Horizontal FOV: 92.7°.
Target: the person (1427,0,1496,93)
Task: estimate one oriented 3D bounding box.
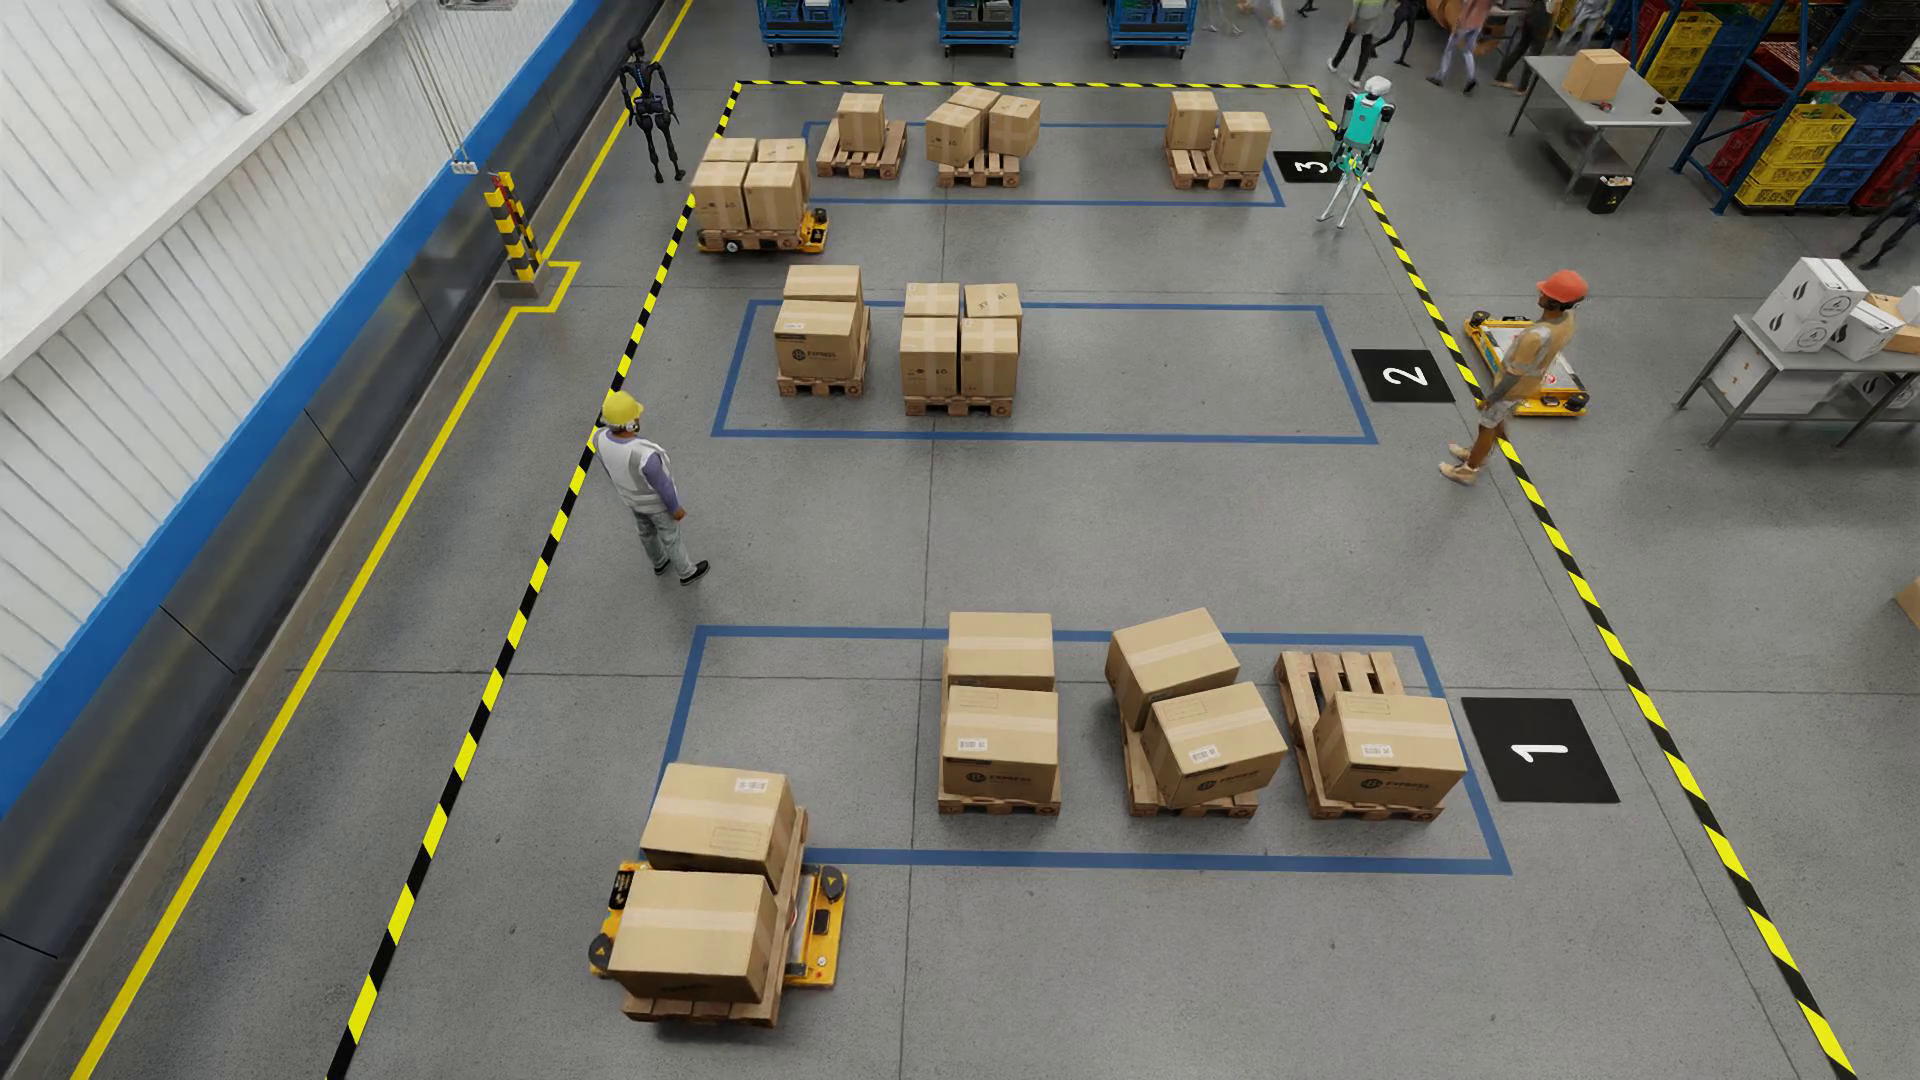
[{"bbox_3d":[7.132,-7.160,12.749,0.532,1.744,0.701,-11,50,-9],"label":"person"}]

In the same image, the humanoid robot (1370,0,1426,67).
[{"bbox_3d":[6.562,-7.873,13.439,0.589,1.640,0.716,-29,55,-23],"label":"humanoid robot"}]

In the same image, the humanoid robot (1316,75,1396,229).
[{"bbox_3d":[4.483,-4.351,10.242,0.533,1.673,0.735,33,57,25],"label":"humanoid robot"}]

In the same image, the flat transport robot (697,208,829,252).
[{"bbox_3d":[-2.280,-3.612,10.641,1.431,0.197,0.652,1,49,1],"label":"flat transport robot"}]

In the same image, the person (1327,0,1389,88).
[{"bbox_3d":[5.742,-7.476,12.984,0.598,1.826,0.730,-1,49,-1],"label":"person"}]

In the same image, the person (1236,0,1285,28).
[{"bbox_3d":[4.956,-9.143,14.453,0.995,1.765,0.607,35,58,27],"label":"person"}]

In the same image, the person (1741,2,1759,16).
[{"bbox_3d":[13.107,-9.443,14.570,0.378,1.997,0.839,-1,49,-1],"label":"person"}]

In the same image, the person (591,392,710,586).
[{"bbox_3d":[-2.300,-0.349,6.802,0.586,1.831,0.403,23,53,18],"label":"person"}]

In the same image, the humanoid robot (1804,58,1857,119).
[{"bbox_3d":[11.230,-5.915,11.737,0.689,1.872,0.558,-10,50,-9],"label":"humanoid robot"}]

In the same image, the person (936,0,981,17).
[{"bbox_3d":[0.065,-9.142,14.414,0.910,1.834,0.528,-3,49,-3],"label":"person"}]

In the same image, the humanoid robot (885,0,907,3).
[{"bbox_3d":[-1.115,-9.829,15.098,0.599,1.659,0.315,20,52,17],"label":"humanoid robot"}]

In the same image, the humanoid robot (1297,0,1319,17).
[{"bbox_3d":[5.787,-9.309,14.667,0.575,1.646,0.615,-16,51,-13],"label":"humanoid robot"}]

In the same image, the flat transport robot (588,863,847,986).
[{"bbox_3d":[-1.438,2.291,5.532,1.431,0.197,0.652,2,49,2],"label":"flat transport robot"}]

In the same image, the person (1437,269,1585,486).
[{"bbox_3d":[4.438,-1.323,7.525,0.616,2.037,0.634,-31,56,-24],"label":"person"}]

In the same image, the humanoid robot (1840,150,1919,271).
[{"bbox_3d":[10.243,-3.656,9.766,0.344,1.652,0.616,-23,53,-19],"label":"humanoid robot"}]

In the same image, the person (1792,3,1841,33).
[{"bbox_3d":[12.226,-7.610,13.065,0.885,1.860,0.675,15,51,13],"label":"person"}]

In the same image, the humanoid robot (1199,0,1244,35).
[{"bbox_3d":[4.077,-8.646,14.049,0.904,1.767,0.542,15,51,13],"label":"humanoid robot"}]

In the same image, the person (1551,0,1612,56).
[{"bbox_3d":[8.991,-7.523,13.104,0.490,1.690,0.443,-3,49,-2],"label":"person"}]

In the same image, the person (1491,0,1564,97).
[{"bbox_3d":[8.030,-7.174,12.724,0.386,1.815,0.603,-12,50,-10],"label":"person"}]

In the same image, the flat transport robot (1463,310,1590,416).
[{"bbox_3d":[5.573,-1.757,9.054,0.659,0.231,1.431,1,49,1],"label":"flat transport robot"}]

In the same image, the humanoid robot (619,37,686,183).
[{"bbox_3d":[-3.738,-5.178,11.075,0.599,1.655,0.315,-7,49,-6],"label":"humanoid robot"}]
